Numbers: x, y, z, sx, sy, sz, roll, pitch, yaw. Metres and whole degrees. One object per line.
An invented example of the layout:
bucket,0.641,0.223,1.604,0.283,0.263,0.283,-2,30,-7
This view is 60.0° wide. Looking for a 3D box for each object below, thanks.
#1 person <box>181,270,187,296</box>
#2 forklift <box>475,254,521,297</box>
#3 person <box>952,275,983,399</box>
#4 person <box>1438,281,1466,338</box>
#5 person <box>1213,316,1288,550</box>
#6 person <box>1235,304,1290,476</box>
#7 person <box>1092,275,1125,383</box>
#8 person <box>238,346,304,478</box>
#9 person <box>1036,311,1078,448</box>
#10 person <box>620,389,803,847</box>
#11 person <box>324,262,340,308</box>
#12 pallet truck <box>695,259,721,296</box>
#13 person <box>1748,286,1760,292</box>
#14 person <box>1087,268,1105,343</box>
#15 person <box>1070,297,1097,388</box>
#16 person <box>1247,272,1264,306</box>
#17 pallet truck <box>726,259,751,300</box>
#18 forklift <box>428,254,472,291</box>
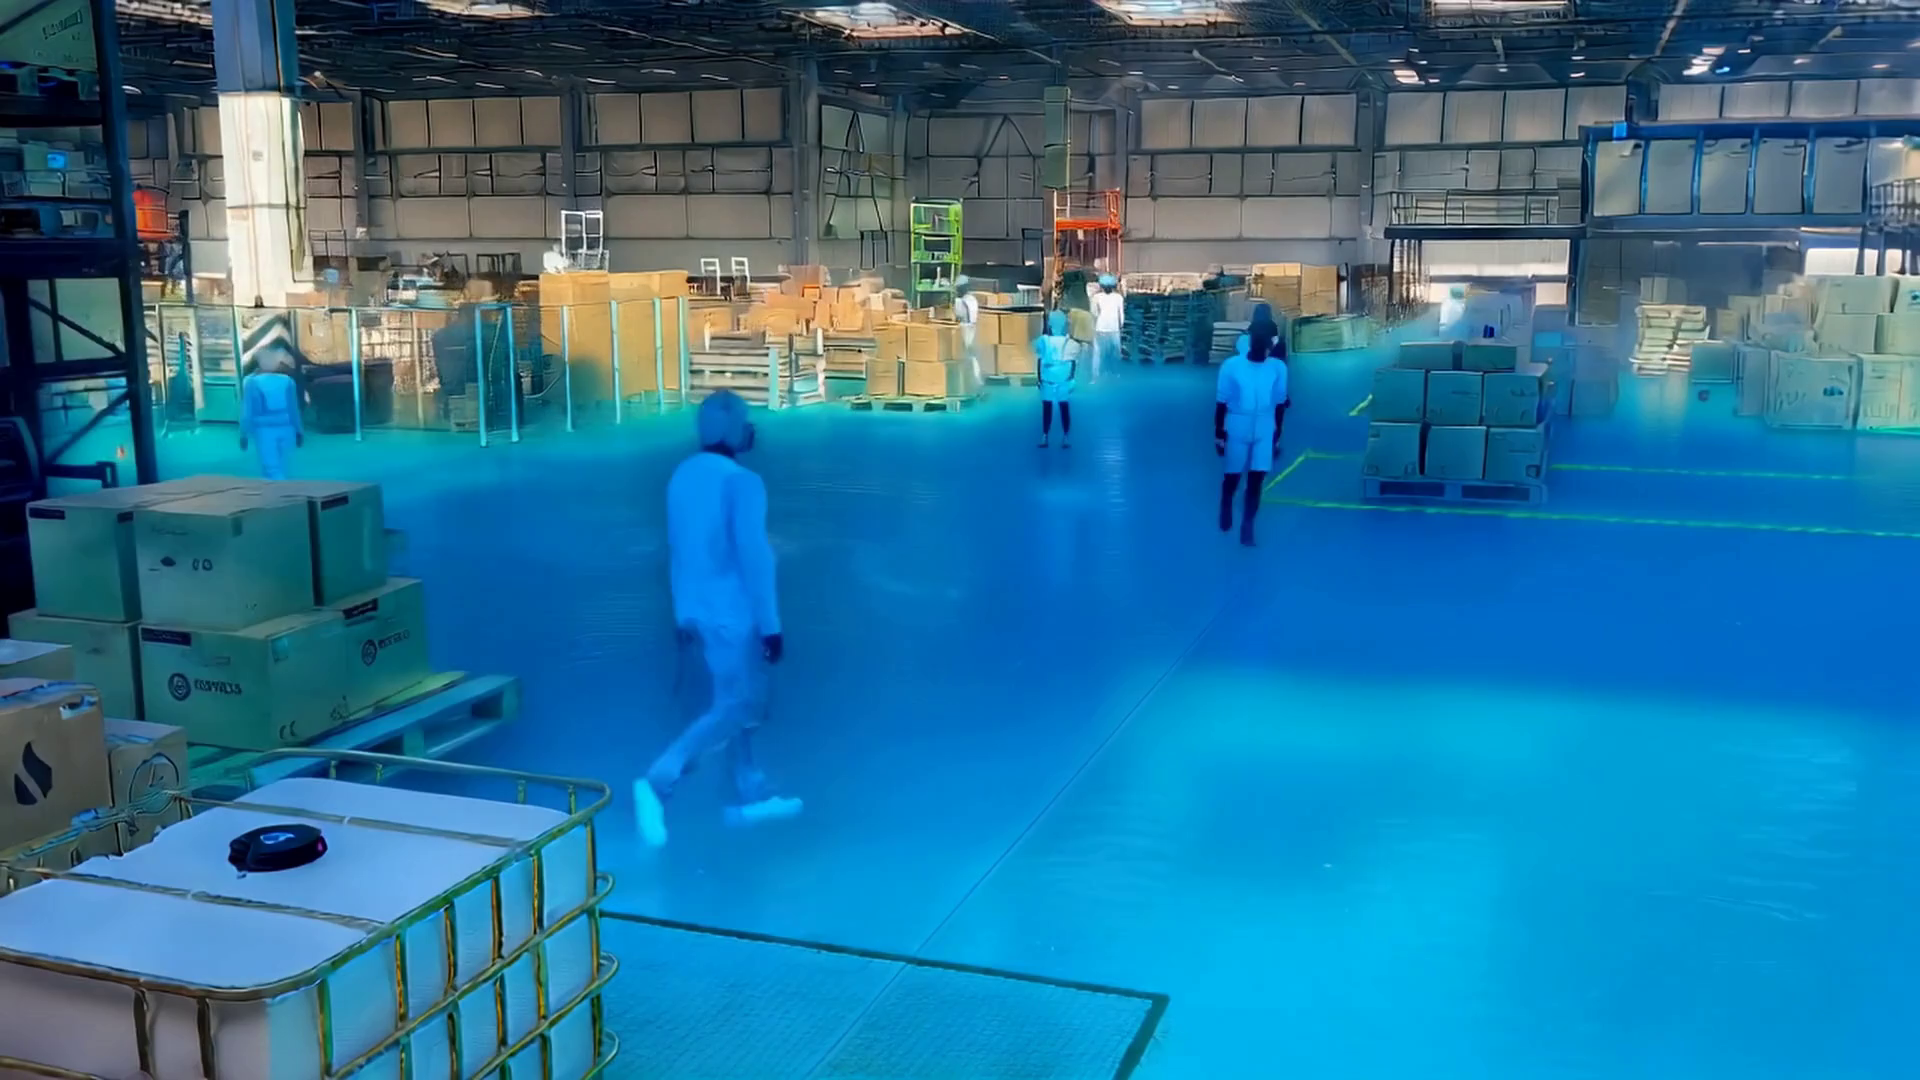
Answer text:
person,-26.066,-8.292,56.022,0.533,1.724,0.905,6,12,32
forklift,-17.990,-10.121,64.684,1.157,1.987,2.680,3,11,17
person,-0.016,-3.303,27.157,1.008,1.995,0.649,6,12,29
person,8.143,-3.387,27.876,0.665,1.912,0.570,-2,10,-9
person,2.395,-0.909,13.866,0.601,1.932,0.698,-1,10,-3
person,3.137,-1.572,17.744,0.875,1.890,0.589,-7,12,-34
person,2.712,-3.810,30.116,0.666,1.955,0.911,-3,10,-16
person,-6.183,-0.920,14.841,0.813,1.598,0.526,7,12,35
person,1.185,-1.981,20.563,0.542,1.695,0.316,4,11,21
person,-1.046,0.330,6.947,0.829,1.919,0.634,-7,12,-34
person,-23.642,-9.530,62.663,0.567,1.841,0.377,-5,11,-25
pallet truck,-9.165,-9.627,62.776,0.823,1.965,1.885,4,11,23
person,27.405,-8.509,57.506,0.497,1.626,0.288,7,12,33
person,3.493,-5.958,42.323,0.578,1.917,0.607,2,10,9
person,2.150,-3.471,29.269,0.514,1.593,0.850,4,11,20
person,8.292,-6.652,46.733,0.486,1.745,0.295,2,10,12
pallet truck,-7.986,-9.493,62.019,0.823,1.965,1.885,3,11,17
forklift,-20.133,-10.254,65.465,1.157,1.987,2.680,3,11,19
